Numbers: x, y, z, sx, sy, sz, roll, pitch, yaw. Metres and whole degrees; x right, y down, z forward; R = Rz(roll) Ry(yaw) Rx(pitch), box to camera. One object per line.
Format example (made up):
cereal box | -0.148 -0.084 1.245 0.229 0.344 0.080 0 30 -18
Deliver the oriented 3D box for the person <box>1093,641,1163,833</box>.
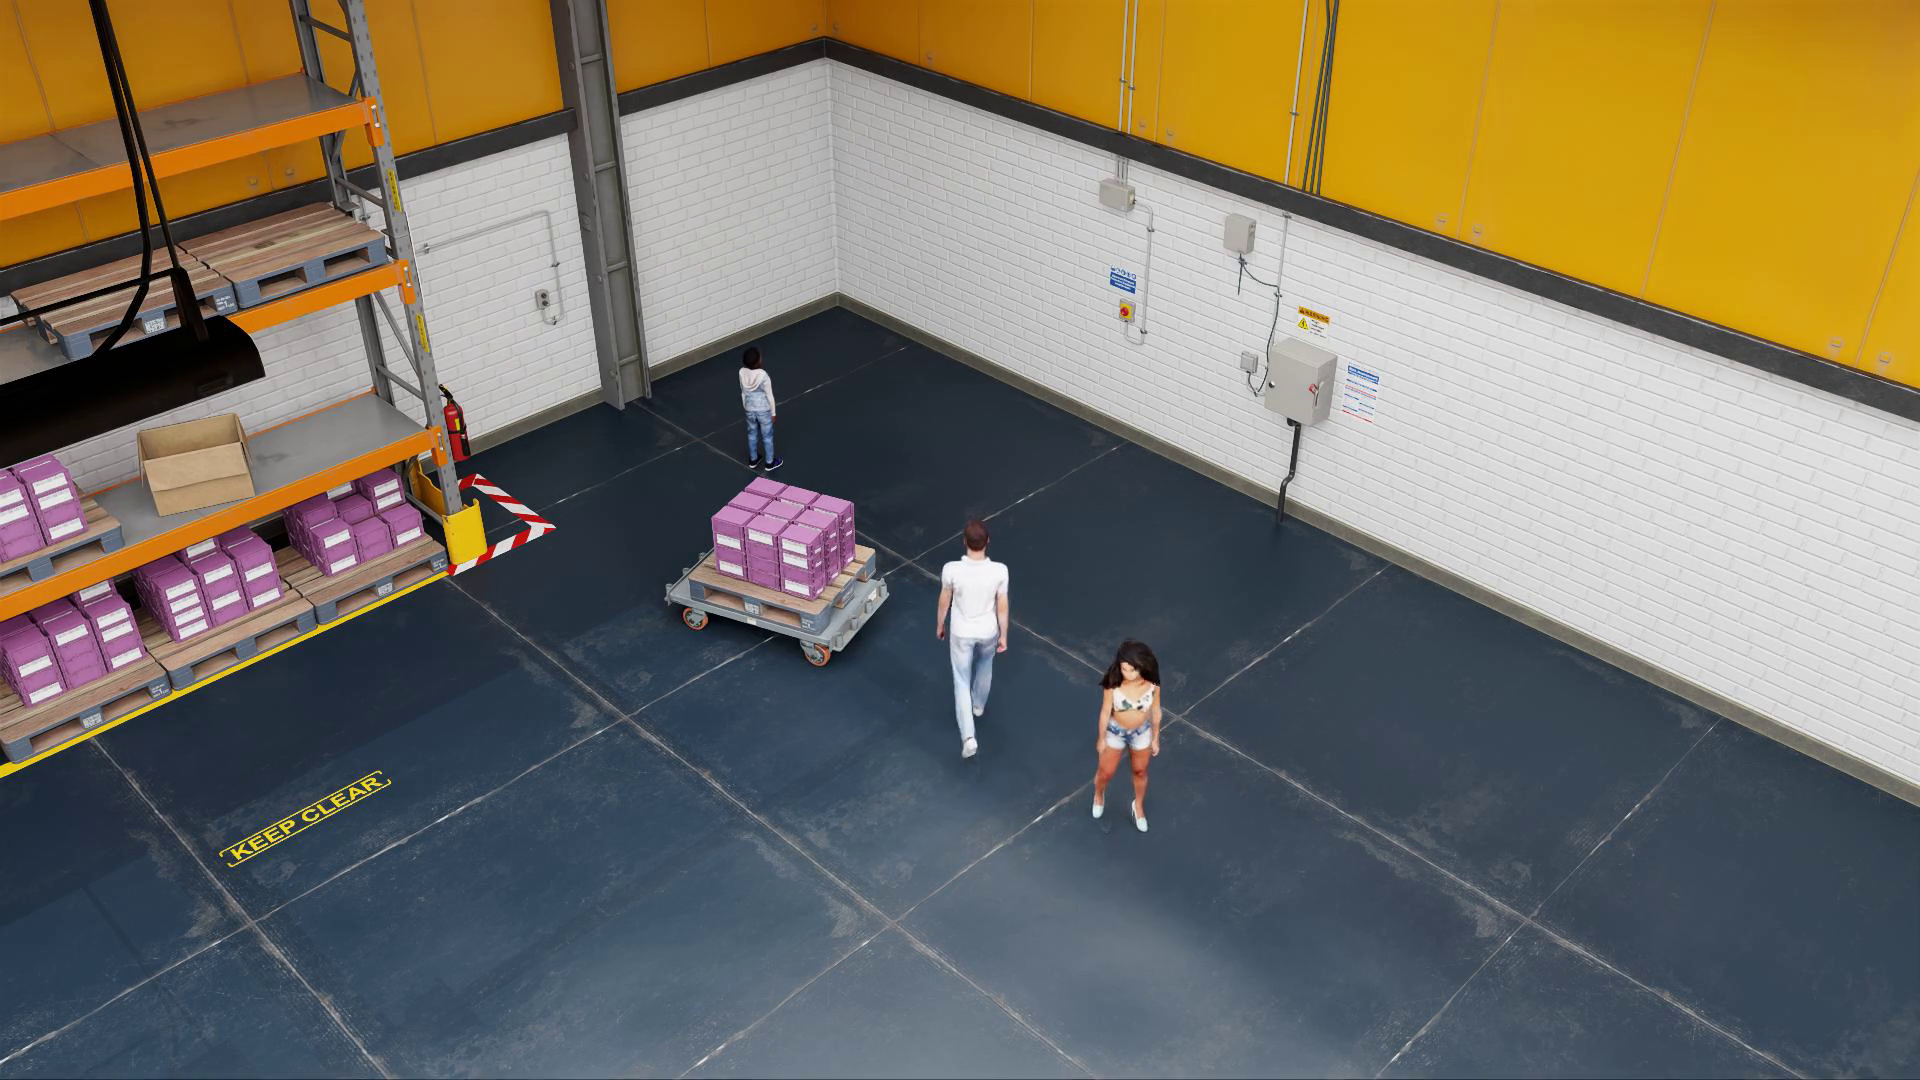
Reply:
person | 1.147 1.322 11.375 0.694 1.616 0.761 -7 34 -10

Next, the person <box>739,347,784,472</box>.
person | -1.888 -1.235 15.544 0.548 1.260 0.581 13 36 19

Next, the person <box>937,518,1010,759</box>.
person | 0.110 0.740 12.069 1.199 1.818 1.211 -2 34 -4
